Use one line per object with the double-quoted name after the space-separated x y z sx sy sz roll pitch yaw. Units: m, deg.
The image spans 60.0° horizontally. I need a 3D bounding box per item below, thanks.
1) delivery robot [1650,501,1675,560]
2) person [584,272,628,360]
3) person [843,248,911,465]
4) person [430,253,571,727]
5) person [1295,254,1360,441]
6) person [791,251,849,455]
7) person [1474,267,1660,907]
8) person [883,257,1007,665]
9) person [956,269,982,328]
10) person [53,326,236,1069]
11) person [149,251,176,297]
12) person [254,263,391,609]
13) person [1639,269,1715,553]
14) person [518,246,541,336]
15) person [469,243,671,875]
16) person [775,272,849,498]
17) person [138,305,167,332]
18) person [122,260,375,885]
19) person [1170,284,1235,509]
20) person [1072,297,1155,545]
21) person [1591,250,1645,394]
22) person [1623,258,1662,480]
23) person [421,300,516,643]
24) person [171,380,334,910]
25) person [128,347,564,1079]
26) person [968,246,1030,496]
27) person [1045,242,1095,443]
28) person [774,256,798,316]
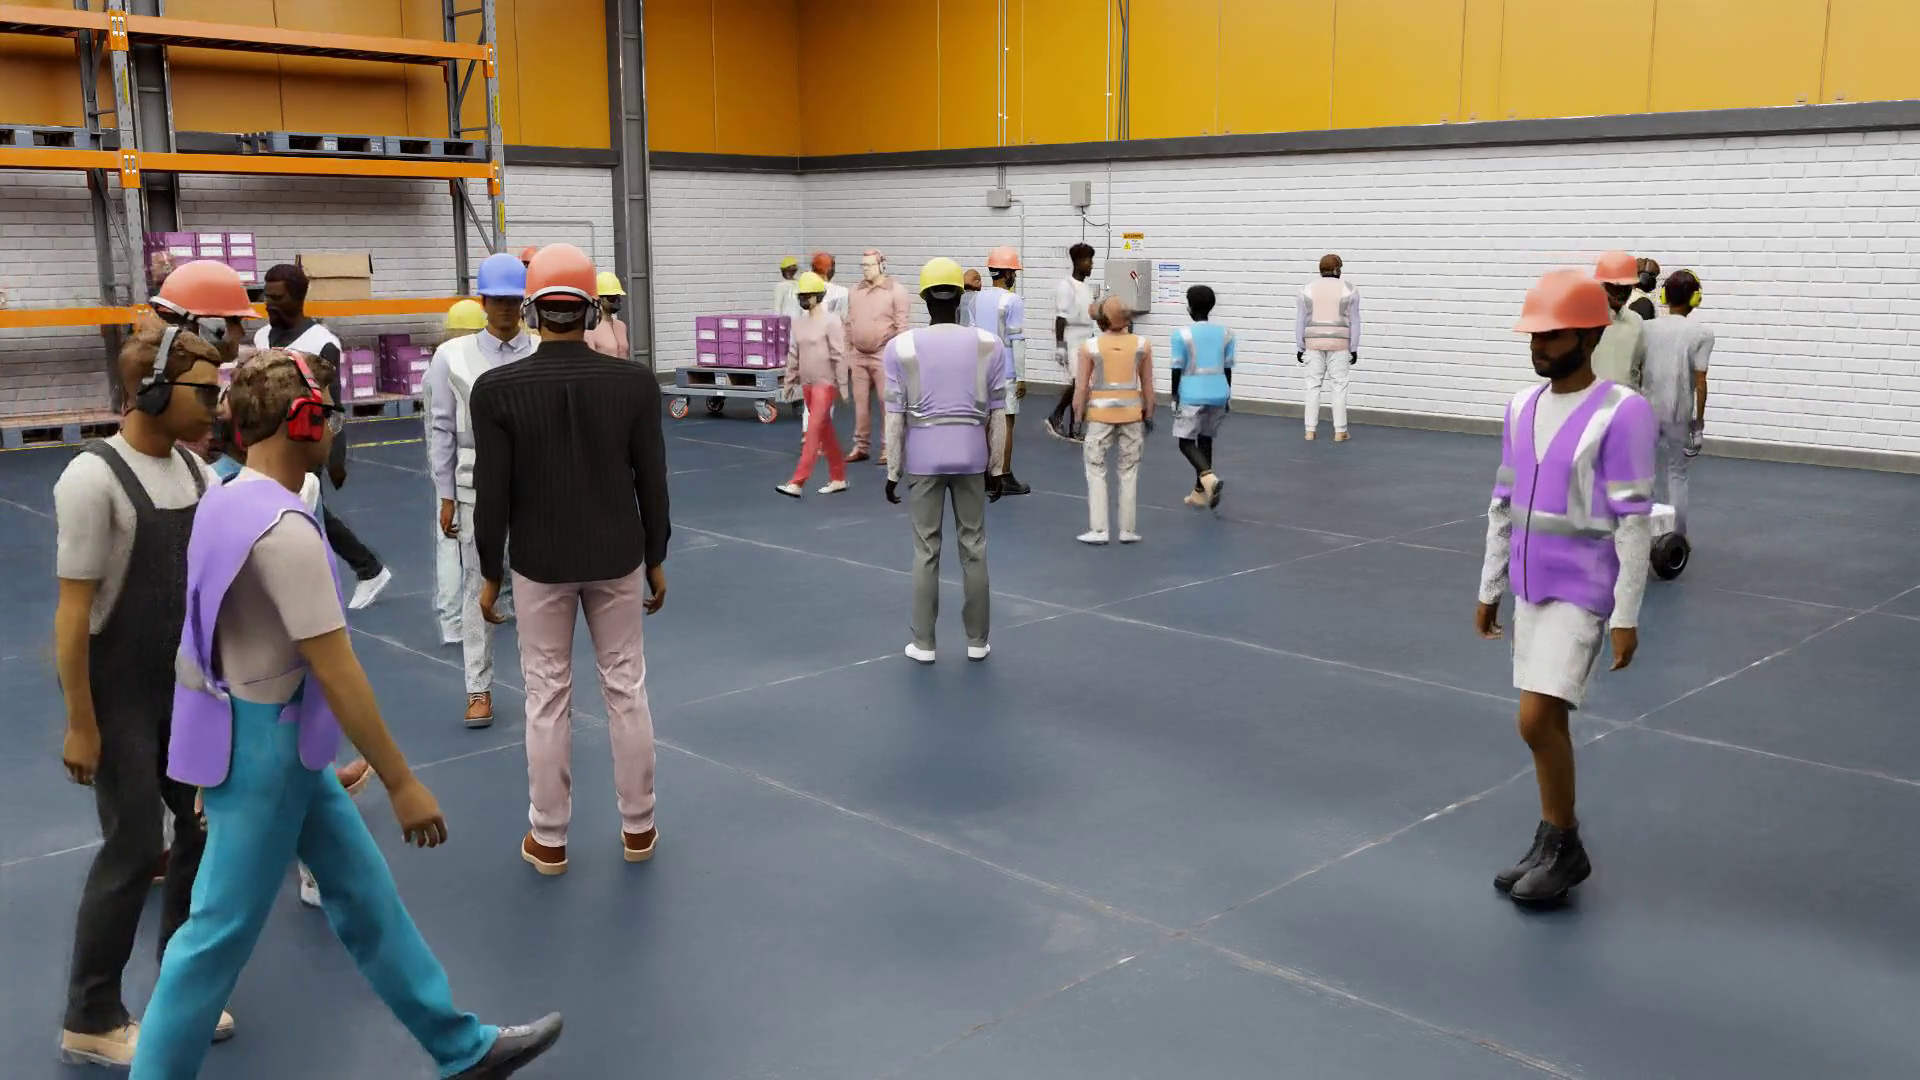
3.884 -0.090 9.833 0.707 0.478 0.477 -6 12 -30 "delivery robot"
-2.465 -0.985 11.664 0.316 1.769 0.523 4 11 23 "person"
-0.762 -1.622 14.760 0.646 1.908 0.407 5 12 27 "person"
-1.875 -0.205 6.909 0.602 1.950 0.381 -4 11 -21 "person"
3.630 -1.895 16.430 0.625 1.840 0.430 4 11 21 "person"
-1.256 -1.715 15.348 0.575 1.870 0.414 4 11 21 "person"
1.745 0.158 4.991 0.496 1.923 0.569 -4 11 -20 "person"
-0.073 -0.363 7.862 0.585 1.918 0.377 -2 11 -9 "person"
0.130 -2.299 19.188 0.497 1.633 0.279 5 12 26 "person"
-2.007 0.385 4.106 0.460 1.801 0.532 1 10 7 "person"
-7.238 -1.755 15.544 0.697 1.883 0.648 -9 13 -39 "person"
-3.406 -0.498 8.686 0.594 1.888 0.941 8 13 37 "person"
4.313 -0.742 10.214 0.537 1.826 0.971 8 13 37 "person"
-4.865 -2.351 18.749 0.554 1.907 0.887 9 13 39 "person"
-1.226 0.069 5.290 0.611 1.996 0.379 -4 11 -20 "person"
-1.185 -1.181 12.801 0.866 1.726 0.551 -10 14 -43 "person"
-4.810 -0.655 10.278 0.732 1.599 0.518 -10 14 -42 "person"
-2.345 0.091 5.320 0.598 1.935 0.995 9 14 41 "person"
1.796 -1.027 12.153 0.533 1.673 0.661 -4 11 -20 "person"
1.009 -0.762 10.849 0.563 1.626 0.349 -2 11 -10 "person"
3.814 -0.788 10.135 0.668 1.945 0.977 -4 11 -20 "person"
5.599 -1.410 13.793 0.429 1.839 0.623 1 10 4 "person"
-2.475 -0.369 8.484 0.510 1.687 0.911 1 10 7 "person"
-2.123 0.323 4.937 0.651 1.620 0.521 7 13 35 "person"
-1.403 0.487 3.590 1.012 1.775 0.605 -5 12 -25 "person"
0.323 -1.320 13.026 0.375 1.935 0.551 -10 14 -44 "person"
1.141 -1.902 16.154 0.417 1.952 0.640 7 12 32 "person"
-2.208 -2.846 21.861 0.478 1.747 0.533 8 13 36 "person"
